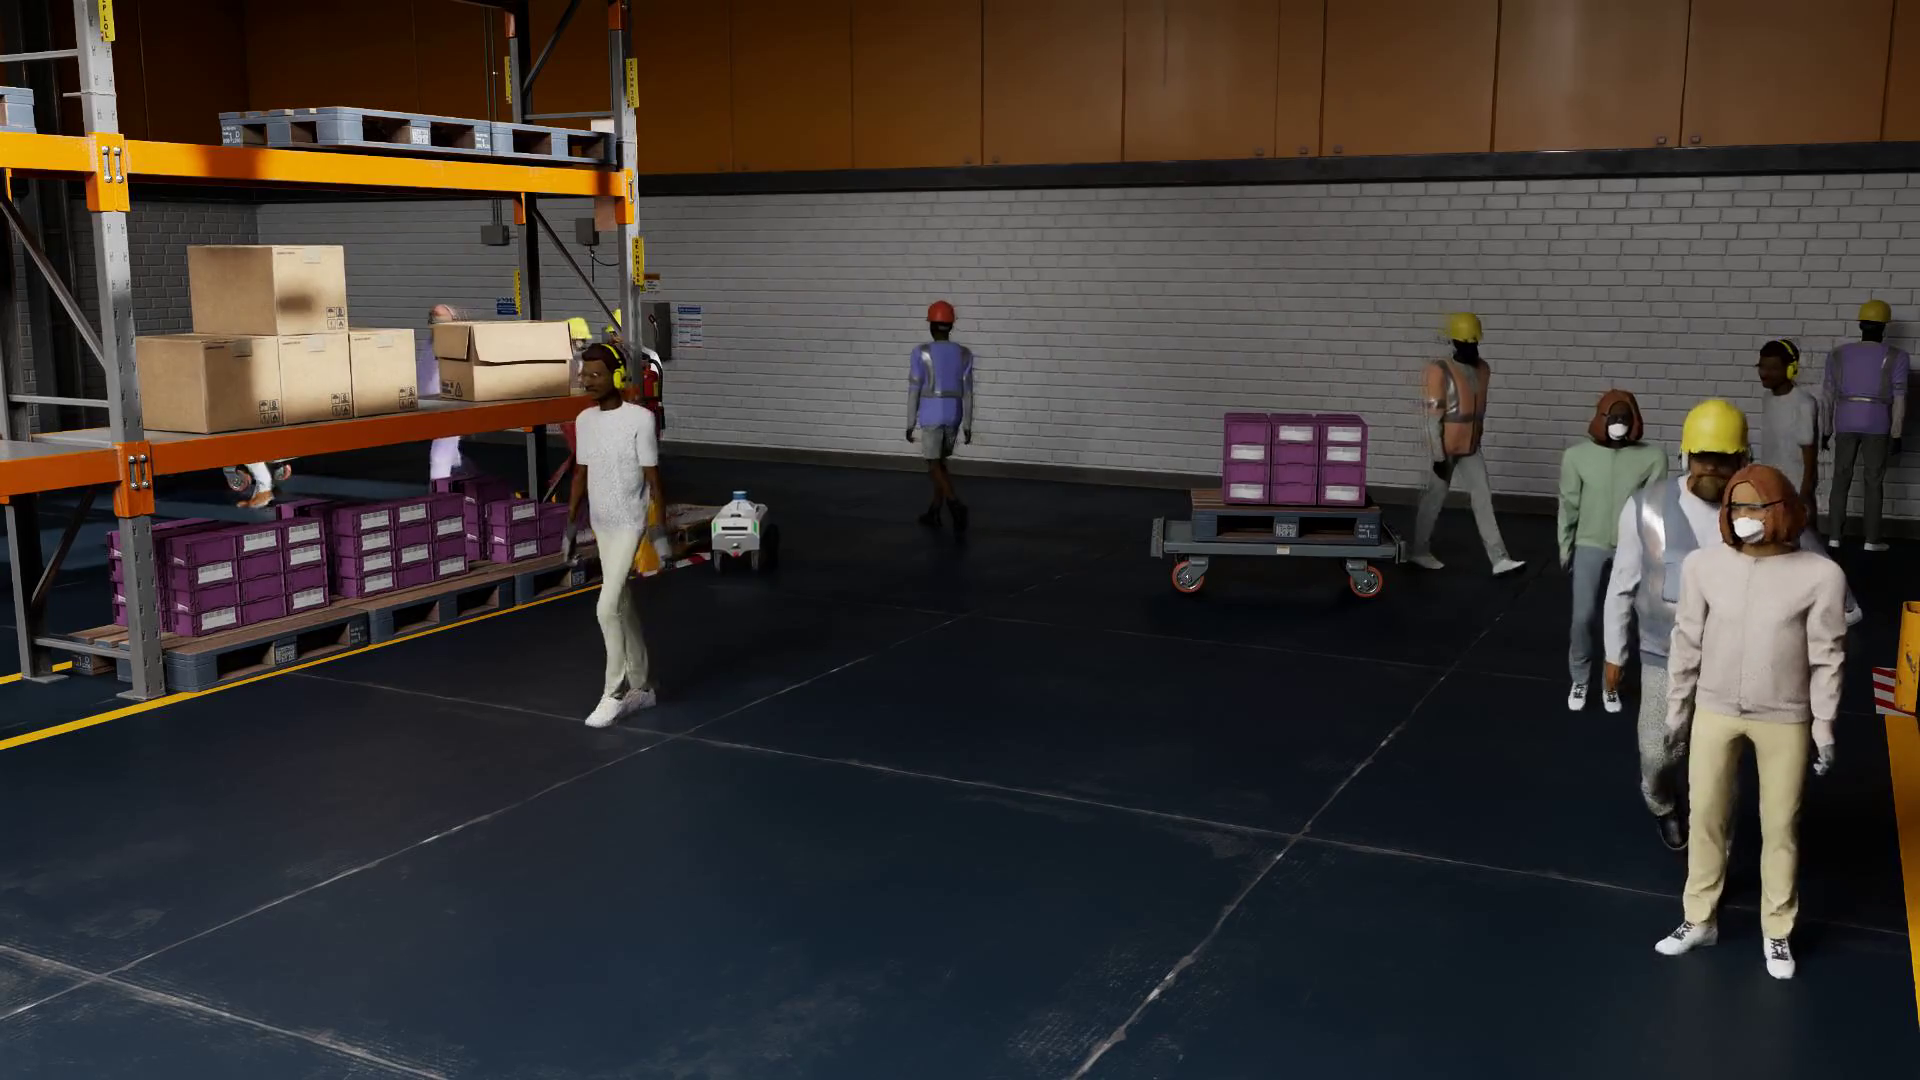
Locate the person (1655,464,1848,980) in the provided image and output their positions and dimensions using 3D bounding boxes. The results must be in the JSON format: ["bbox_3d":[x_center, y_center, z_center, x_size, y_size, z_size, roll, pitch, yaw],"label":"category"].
[{"bbox_3d":[2.509,0.568,5.281,0.506,1.631,0.275,8,12,38],"label":"person"}]

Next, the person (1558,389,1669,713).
[{"bbox_3d":[3.213,0.070,8.203,0.509,1.618,0.449,3,10,15],"label":"person"}]

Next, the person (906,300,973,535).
[{"bbox_3d":[-0.127,-0.999,13.569,0.547,1.903,0.917,-5,11,-27],"label":"person"}]

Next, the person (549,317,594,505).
[{"bbox_3d":[-3.300,-1.027,14.164,0.507,1.741,0.560,-6,12,-33],"label":"person"}]

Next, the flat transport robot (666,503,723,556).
[{"bbox_3d":[-2.247,-0.095,13.041,0.652,0.197,1.431,3,10,16],"label":"flat transport robot"}]

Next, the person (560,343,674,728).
[{"bbox_3d":[-1.733,-0.022,8.052,0.571,1.844,0.705,7,12,35],"label":"person"}]

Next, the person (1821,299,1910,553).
[{"bbox_3d":[6.909,-0.869,12.730,0.589,1.928,0.385,9,13,42],"label":"person"}]

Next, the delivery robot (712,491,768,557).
[{"bbox_3d":[-1.590,-0.112,12.050,0.477,0.478,0.707,0,10,0],"label":"delivery robot"}]

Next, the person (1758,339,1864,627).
[{"bbox_3d":[4.957,-0.286,9.791,1.026,1.795,0.532,-2,10,-13],"label":"person"}]

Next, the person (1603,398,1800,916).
[{"bbox_3d":[2.620,0.372,5.914,0.630,1.799,0.669,4,11,22],"label":"person"}]

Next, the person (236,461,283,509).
[{"bbox_3d":[-6.377,-1.222,14.866,0.433,1.907,0.663,-4,10,-20],"label":"person"}]

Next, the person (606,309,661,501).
[{"bbox_3d":[-2.731,-0.965,13.587,0.587,1.826,0.404,0,10,2],"label":"person"}]

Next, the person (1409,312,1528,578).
[{"bbox_3d":[3.564,-0.662,11.717,0.603,1.859,1.005,-6,11,-30],"label":"person"}]

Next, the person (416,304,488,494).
[{"bbox_3d":[-4.278,-1.069,14.074,0.705,1.863,0.851,9,13,43],"label":"person"}]
